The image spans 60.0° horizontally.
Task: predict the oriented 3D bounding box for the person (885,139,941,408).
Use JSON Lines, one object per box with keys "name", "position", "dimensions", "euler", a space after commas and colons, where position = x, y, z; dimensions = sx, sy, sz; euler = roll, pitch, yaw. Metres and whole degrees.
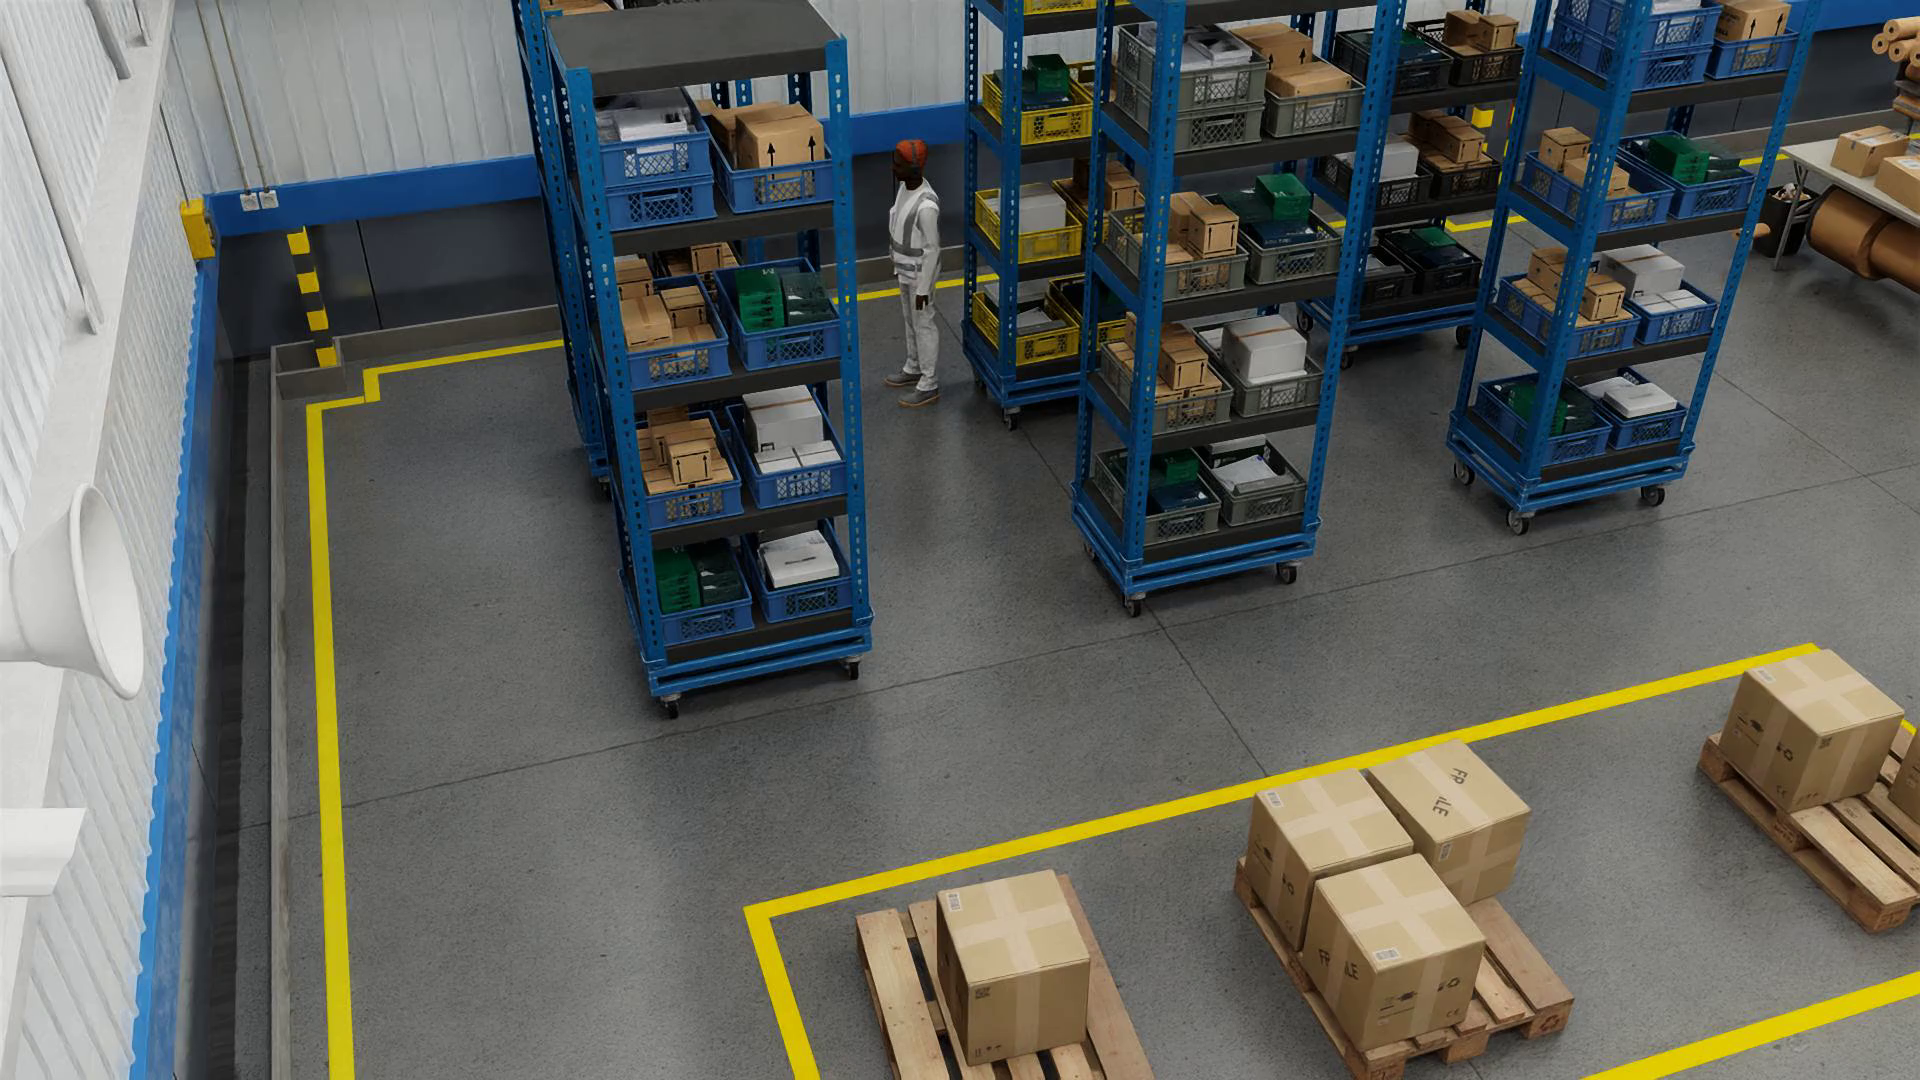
{"name": "person", "position": [-0.311, -1.797, 11.203], "dimensions": [0.354, 1.882, 0.576], "euler": [-11, 37, -15]}
